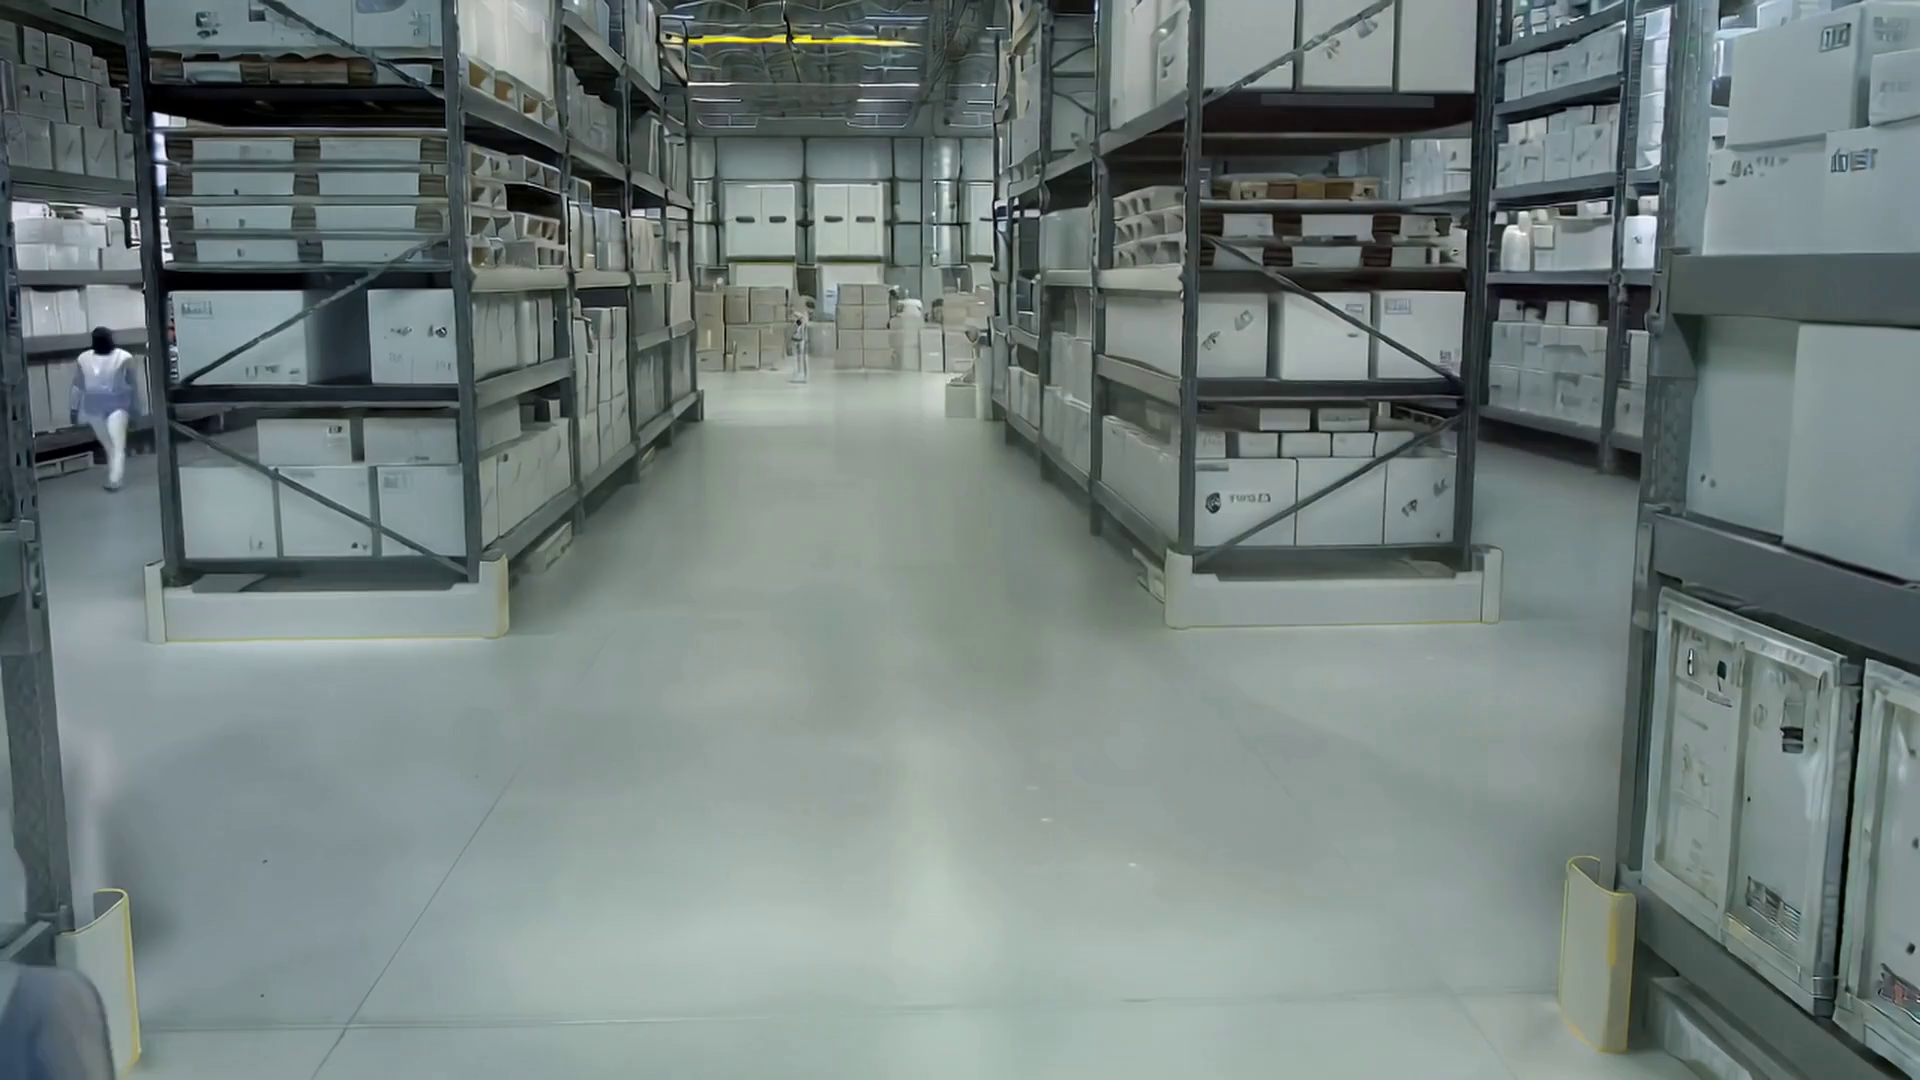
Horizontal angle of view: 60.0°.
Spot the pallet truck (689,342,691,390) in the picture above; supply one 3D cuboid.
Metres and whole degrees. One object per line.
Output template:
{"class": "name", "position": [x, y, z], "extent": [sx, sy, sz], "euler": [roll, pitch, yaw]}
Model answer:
{"class": "pallet truck", "position": [-5.225, -3.008, 27.480], "extent": [1.885, 1.965, 0.823], "euler": [2, 9, 14]}

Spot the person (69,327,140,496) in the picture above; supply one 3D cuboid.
{"class": "person", "position": [-9.197, -1.371, 17.837], "extent": [0.641, 1.796, 0.937], "euler": [0, 9, -2]}

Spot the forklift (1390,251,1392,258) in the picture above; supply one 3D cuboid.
{"class": "forklift", "position": [8.247, -4.226, 32.367], "extent": [1.129, 2.768, 1.873], "euler": [6, 11, 35]}

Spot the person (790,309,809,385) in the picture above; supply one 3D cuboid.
{"class": "person", "position": [-3.461, -4.174, 35.925], "extent": [0.511, 1.640, 0.308], "euler": [8, 12, 43]}

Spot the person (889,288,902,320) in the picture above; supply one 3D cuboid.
{"class": "person", "position": [-2.308, -7.805, 57.832], "extent": [0.638, 1.926, 0.367], "euler": [4, 10, 23]}

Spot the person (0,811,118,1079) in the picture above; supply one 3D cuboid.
{"class": "person", "position": [-1.554, 1.149, 2.650], "extent": [0.524, 1.578, 0.875], "euler": [0, 9, -1]}

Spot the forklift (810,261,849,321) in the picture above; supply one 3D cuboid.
{"class": "forklift", "position": [-3.966, -7.837, 55.042], "extent": [1.873, 2.768, 1.129], "euler": [3, 9, 16]}
